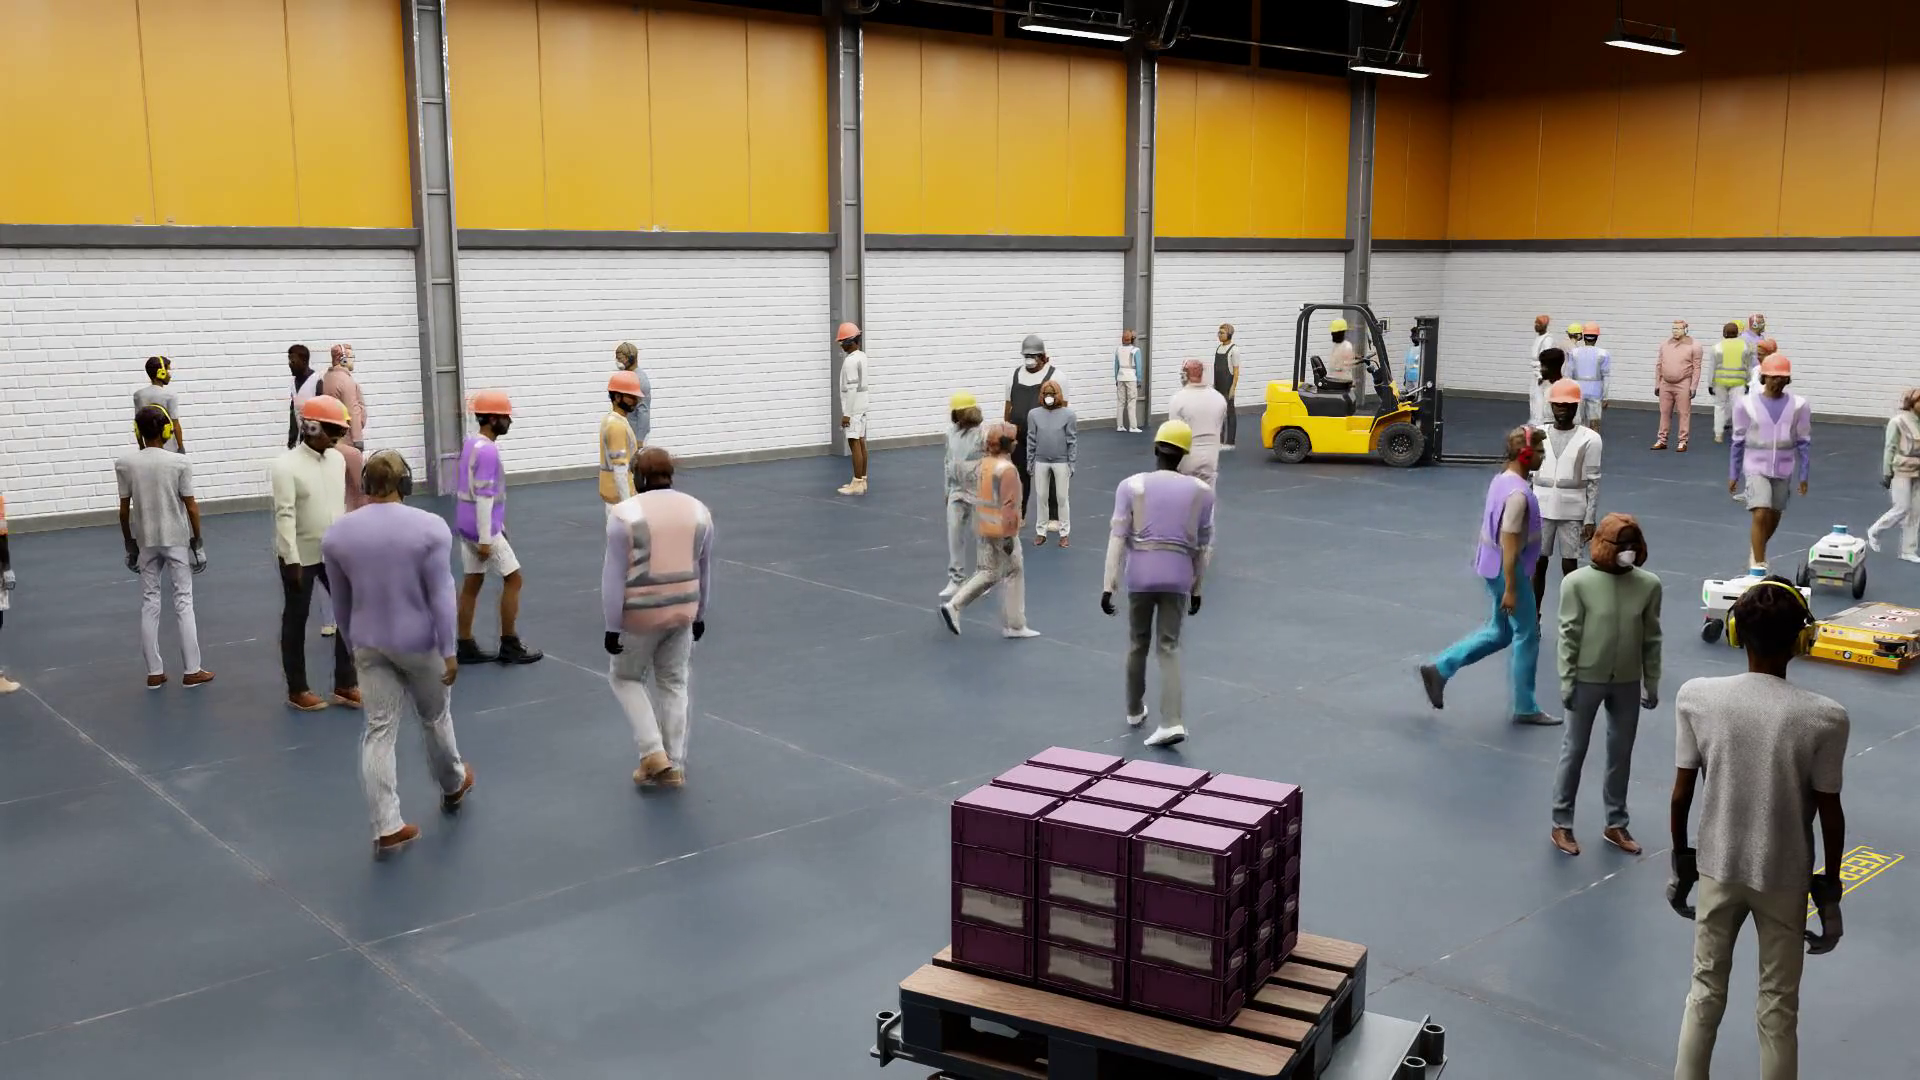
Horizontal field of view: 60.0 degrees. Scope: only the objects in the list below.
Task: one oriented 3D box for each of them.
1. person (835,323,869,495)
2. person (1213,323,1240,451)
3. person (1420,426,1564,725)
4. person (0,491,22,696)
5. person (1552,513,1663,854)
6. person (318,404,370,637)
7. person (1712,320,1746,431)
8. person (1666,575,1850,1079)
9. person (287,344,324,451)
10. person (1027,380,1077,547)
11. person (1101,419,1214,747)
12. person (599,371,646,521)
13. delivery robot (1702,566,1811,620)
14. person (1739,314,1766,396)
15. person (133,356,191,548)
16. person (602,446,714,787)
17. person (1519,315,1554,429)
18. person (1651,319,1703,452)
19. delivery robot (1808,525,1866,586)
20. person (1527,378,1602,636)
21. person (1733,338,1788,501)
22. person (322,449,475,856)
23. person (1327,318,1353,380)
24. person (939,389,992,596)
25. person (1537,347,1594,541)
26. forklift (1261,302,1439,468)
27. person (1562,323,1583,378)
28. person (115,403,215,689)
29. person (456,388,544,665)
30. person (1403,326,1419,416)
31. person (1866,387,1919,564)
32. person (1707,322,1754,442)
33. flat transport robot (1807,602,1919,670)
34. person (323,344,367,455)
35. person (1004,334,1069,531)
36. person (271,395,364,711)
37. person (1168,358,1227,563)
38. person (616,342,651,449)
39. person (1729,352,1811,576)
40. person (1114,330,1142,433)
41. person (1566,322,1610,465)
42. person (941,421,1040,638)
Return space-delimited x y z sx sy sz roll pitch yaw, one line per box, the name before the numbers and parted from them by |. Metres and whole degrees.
person | -1.278 -1.546 19.658 0.384 2.035 0.605 2 10 10
person | 3.835 -2.213 24.114 0.345 1.846 0.508 -5 11 -29
person | 3.237 0.216 9.989 0.758 1.820 0.568 2 10 9
person | -6.256 0.185 10.536 0.538 1.687 0.422 4 10 22
person | 3.047 0.676 7.839 0.500 1.628 0.271 -1 10 -4
person | -4.568 -0.151 12.263 0.525 1.772 0.304 3 10 18
person | 12.557 -2.640 26.764 0.659 1.802 0.604 3 10 19
person | 2.410 1.030 5.042 0.509 1.877 0.328 8 12 39
person | -6.796 -1.099 17.444 0.603 1.899 0.438 9 13 42
person | 0.888 -0.739 16.135 0.502 1.626 0.283 3 10 17
person | 1.143 0.244 9.684 0.666 1.874 0.835 0 10 2
person | -2.619 -0.351 12.964 0.375 1.930 0.542 -3 10 -16
delivery robot | 5.789 0.436 12.101 0.707 0.478 0.477 5 11 27
person | 12.427 -2.578 26.073 0.651 1.908 0.409 -8 12 -38
person | -7.638 -0.827 15.950 0.518 1.865 0.329 3 10 15
person | -1.603 0.415 8.792 0.662 1.826 0.443 -8 13 -40
person | 9.327 -2.682 26.780 0.421 1.876 0.619 1 10 4
person | 10.345 -2.230 24.038 0.407 1.908 0.641 -9 13 -42
delivery robot | 7.362 0.120 13.951 0.477 0.478 0.707 7 12 35
person | 4.326 -0.200 12.046 0.552 1.942 0.343 6 12 33
person | 9.141 -1.346 18.918 0.359 1.887 0.573 -2 10 -9
person | -2.704 0.501 8.093 0.638 1.886 1.006 0 10 1
person | 5.508 -2.276 24.260 0.401 1.914 0.621 -1 10 -7
person | 0.066 -0.389 13.747 0.491 1.741 0.334 7 12 35
person | 5.921 -0.954 16.538 0.928 1.908 0.630 6 11 30
forklift | 5.320 -2.157 22.763 2.313 2.155 1.214 3 10 16
person | 9.632 -2.525 26.163 0.300 1.772 0.532 3 10 16
person | -5.185 0.045 10.839 0.513 1.867 0.328 -1 10 -6
person | -3.192 -0.088 11.468 0.713 1.907 0.565 -5 11 -28
person | 7.303 -2.576 26.668 0.318 1.699 0.535 -5 11 -26
person | 8.734 -0.604 15.342 0.517 1.622 0.456 -3 10 -15
person | 11.567 -2.358 25.009 0.637 1.827 0.670 3 10 17
flat transport robot | 6.601 0.664 11.869 1.431 0.197 0.652 -9 13 -42
person | -6.388 -1.088 17.351 0.641 1.908 0.408 10 14 44
person | 0.750 -1.102 17.038 0.689 2.000 0.536 4 10 22
person | -3.916 0.103 10.209 0.714 1.958 0.651 5 11 27
person | 2.119 -0.713 15.224 0.643 1.883 0.573 -4 10 -22
person | -3.394 -1.079 17.208 0.373 1.937 0.630 -6 11 -32
person | 6.965 -0.624 14.335 0.617 2.008 0.982 2 10 13
person | 2.684 -2.529 26.559 0.513 1.642 0.313 9 13 43
person | 8.418 -1.952 22.322 0.553 1.933 0.370 5 11 25
person | 0.234 -0.059 12.172 0.672 1.621 0.522 -3 10 -19
